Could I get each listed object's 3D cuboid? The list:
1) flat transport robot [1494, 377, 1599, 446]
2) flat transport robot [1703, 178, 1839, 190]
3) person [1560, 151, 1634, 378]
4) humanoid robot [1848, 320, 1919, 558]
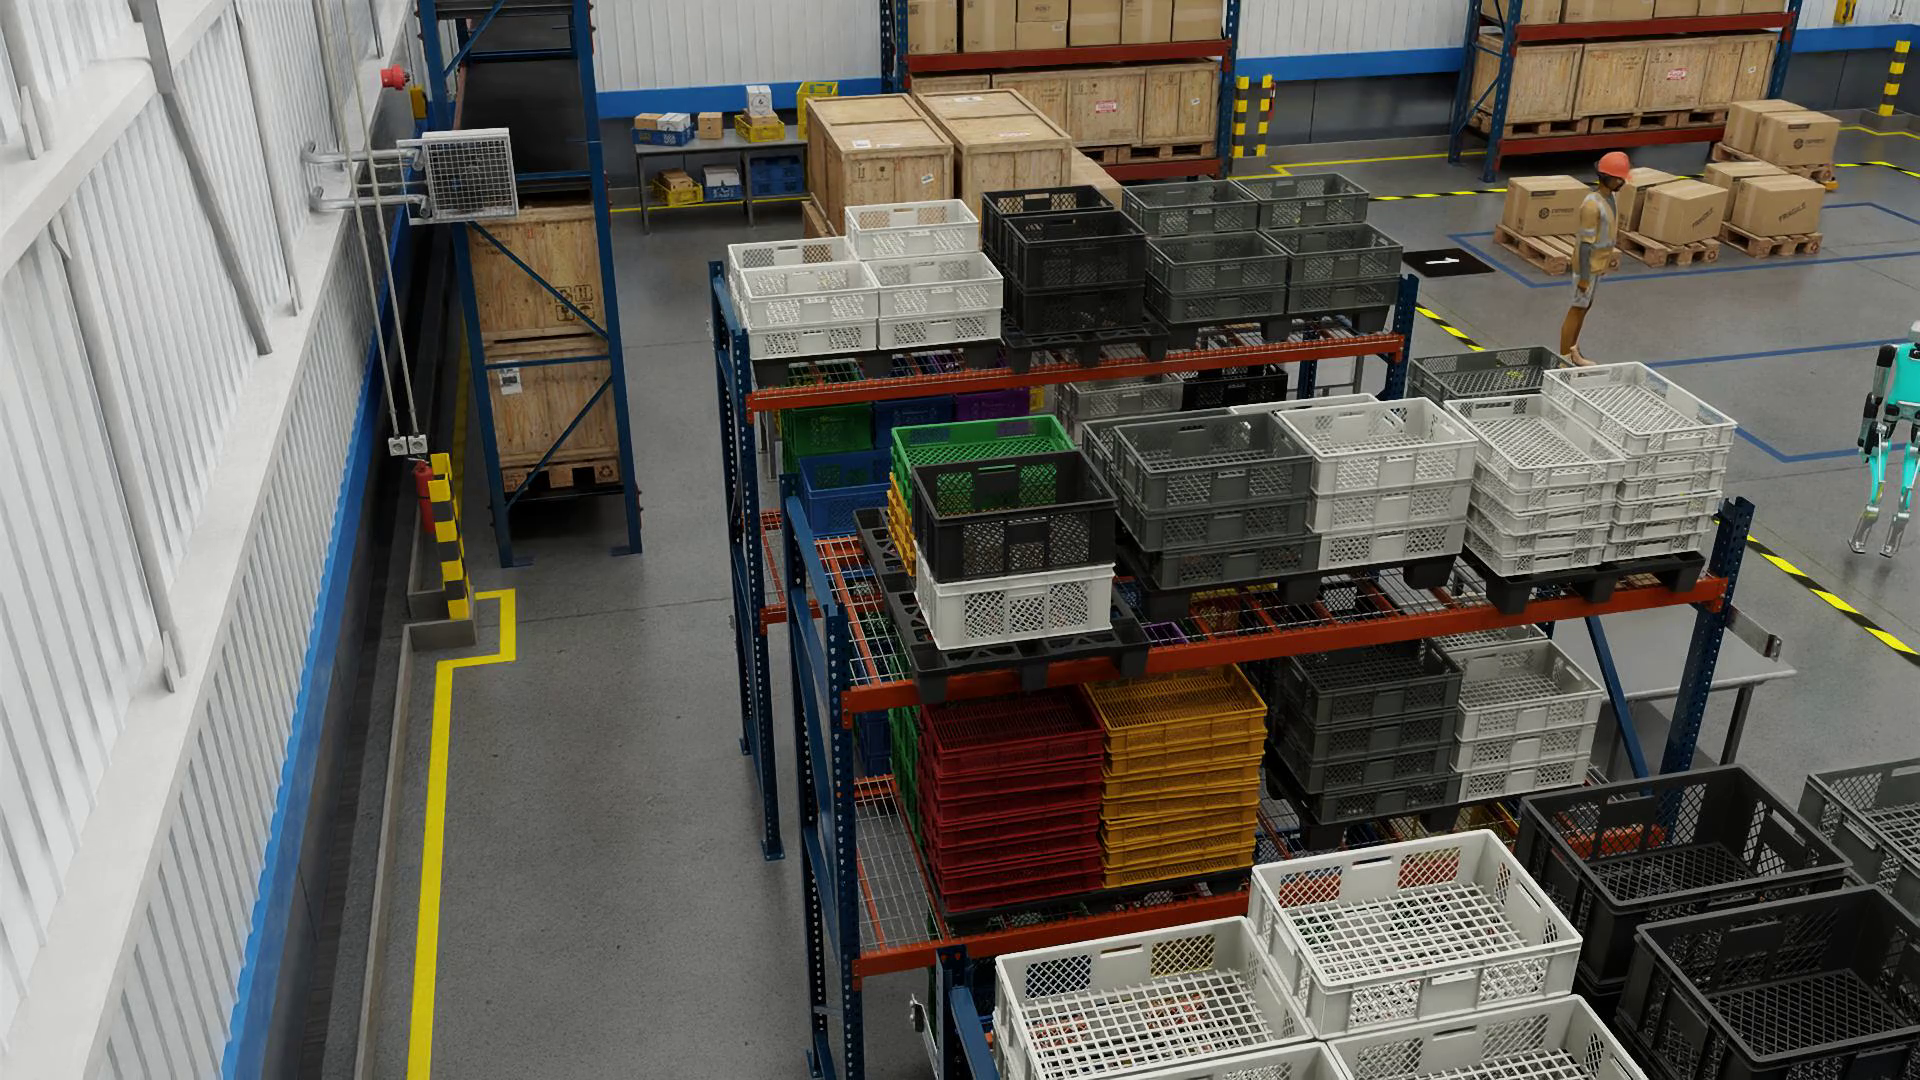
[{"bbox_3d":[4.780,-1.036,14.013,0.659,0.231,1.431,-6,28,-12],"label":"flat transport robot"},{"bbox_3d":[9.989,-4.456,20.472,1.431,0.197,0.652,-6,28,-12],"label":"flat transport robot"},{"bbox_3d":[5.629,-2.439,14.774,0.375,2.042,0.604,17,32,29],"label":"person"},{"bbox_3d":[6.515,-0.636,11.533,0.533,1.677,0.735,13,31,24],"label":"humanoid robot"}]
